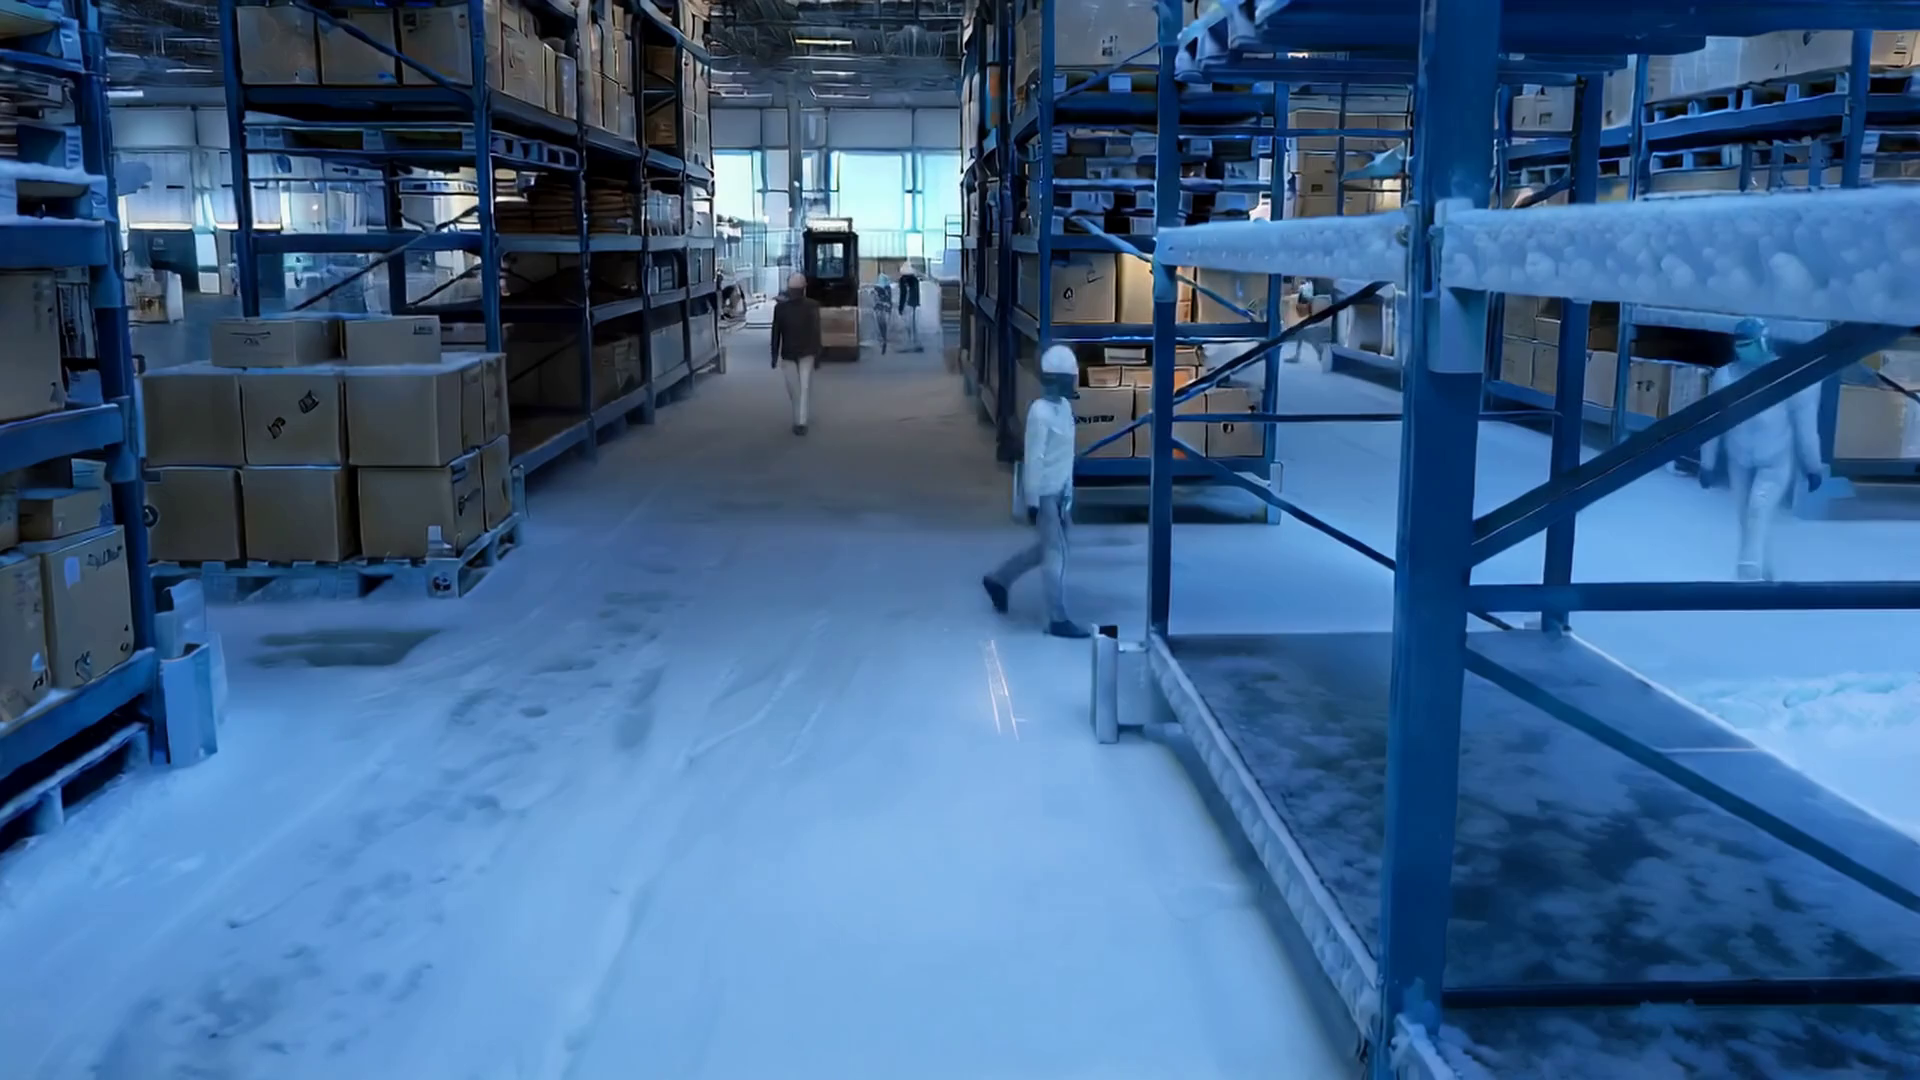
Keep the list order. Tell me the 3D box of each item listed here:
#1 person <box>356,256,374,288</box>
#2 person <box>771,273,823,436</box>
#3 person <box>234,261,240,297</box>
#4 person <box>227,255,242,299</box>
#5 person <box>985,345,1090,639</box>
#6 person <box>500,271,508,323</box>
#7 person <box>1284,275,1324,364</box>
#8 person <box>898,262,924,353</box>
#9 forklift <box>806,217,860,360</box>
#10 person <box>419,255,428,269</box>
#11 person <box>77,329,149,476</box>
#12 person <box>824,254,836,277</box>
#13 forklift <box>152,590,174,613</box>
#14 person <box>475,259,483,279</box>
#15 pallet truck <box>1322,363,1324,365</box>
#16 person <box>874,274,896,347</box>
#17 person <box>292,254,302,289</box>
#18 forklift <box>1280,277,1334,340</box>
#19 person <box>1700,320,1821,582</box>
[{"bbox_3d":[-19.615,-8.403,54.712,0.651,1.884,1.012,6,12,29],"label":"person"},{"bbox_3d":[-1.993,-2.245,20.193,0.608,1.947,1.014,2,10,9],"label":"person"},{"bbox_3d":[-29.584,-10.896,68.603,0.764,1.891,0.596,2,10,10],"label":"person"},{"bbox_3d":[-29.510,-10.708,67.754,0.848,1.813,0.624,1,10,3],"label":"person"},{"bbox_3d":[0.467,-0.297,9.926,0.659,1.746,0.530,5,11,25],"label":"person"},{"bbox_3d":[-10.844,-5.506,39.163,0.524,1.666,0.834,9,14,42],"label":"person"},{"bbox_3d":[6.666,-4.341,31.979,0.721,1.922,0.556,1,10,3],"label":"person"},{"bbox_3d":[-1.048,-4.879,34.986,0.477,1.916,0.669,7,12,34],"label":"person"},{"bbox_3d":[-2.570,-4.999,32.968,1.129,2.768,1.873,0,10,-2],"label":"forklift"},{"bbox_3d":[-17.822,-8.524,55.388,0.355,1.882,0.576,-3,11,-17],"label":"person"},{"bbox_3d":[-6.426,-0.793,12.702,0.364,1.735,0.557,6,12,30],"label":"person"},{"bbox_3d":[-4.855,-9.572,61.200,0.590,1.897,0.840,7,12,35],"label":"person"},{"bbox_3d":[-5.858,-0.811,9.639,1.873,2.768,1.129,-1,10,-3],"label":"forklift"},{"bbox_3d":[-16.760,-9.121,58.616,0.583,1.921,0.390,-6,12,-29],"label":"person"},{"bbox_3d":[7.712,-4.157,30.737,1.885,1.965,0.823,3,11,16],"label":"pallet truck"},{"bbox_3d":[-1.708,-5.126,37.154,0.527,1.623,0.547,-6,12,-32],"label":"person"},{"bbox_3d":[-25.847,-10.231,64.979,0.472,1.859,0.511,4,11,20],"label":"person"},{"bbox_3d":[8.618,-6.134,39.292,1.873,2.768,1.129,-1,10,-3],"label":"forklift"},{"bbox_3d":[5.161,-0.497,10.795,1.001,1.838,0.710,-8,13,-39],"label":"person"}]
